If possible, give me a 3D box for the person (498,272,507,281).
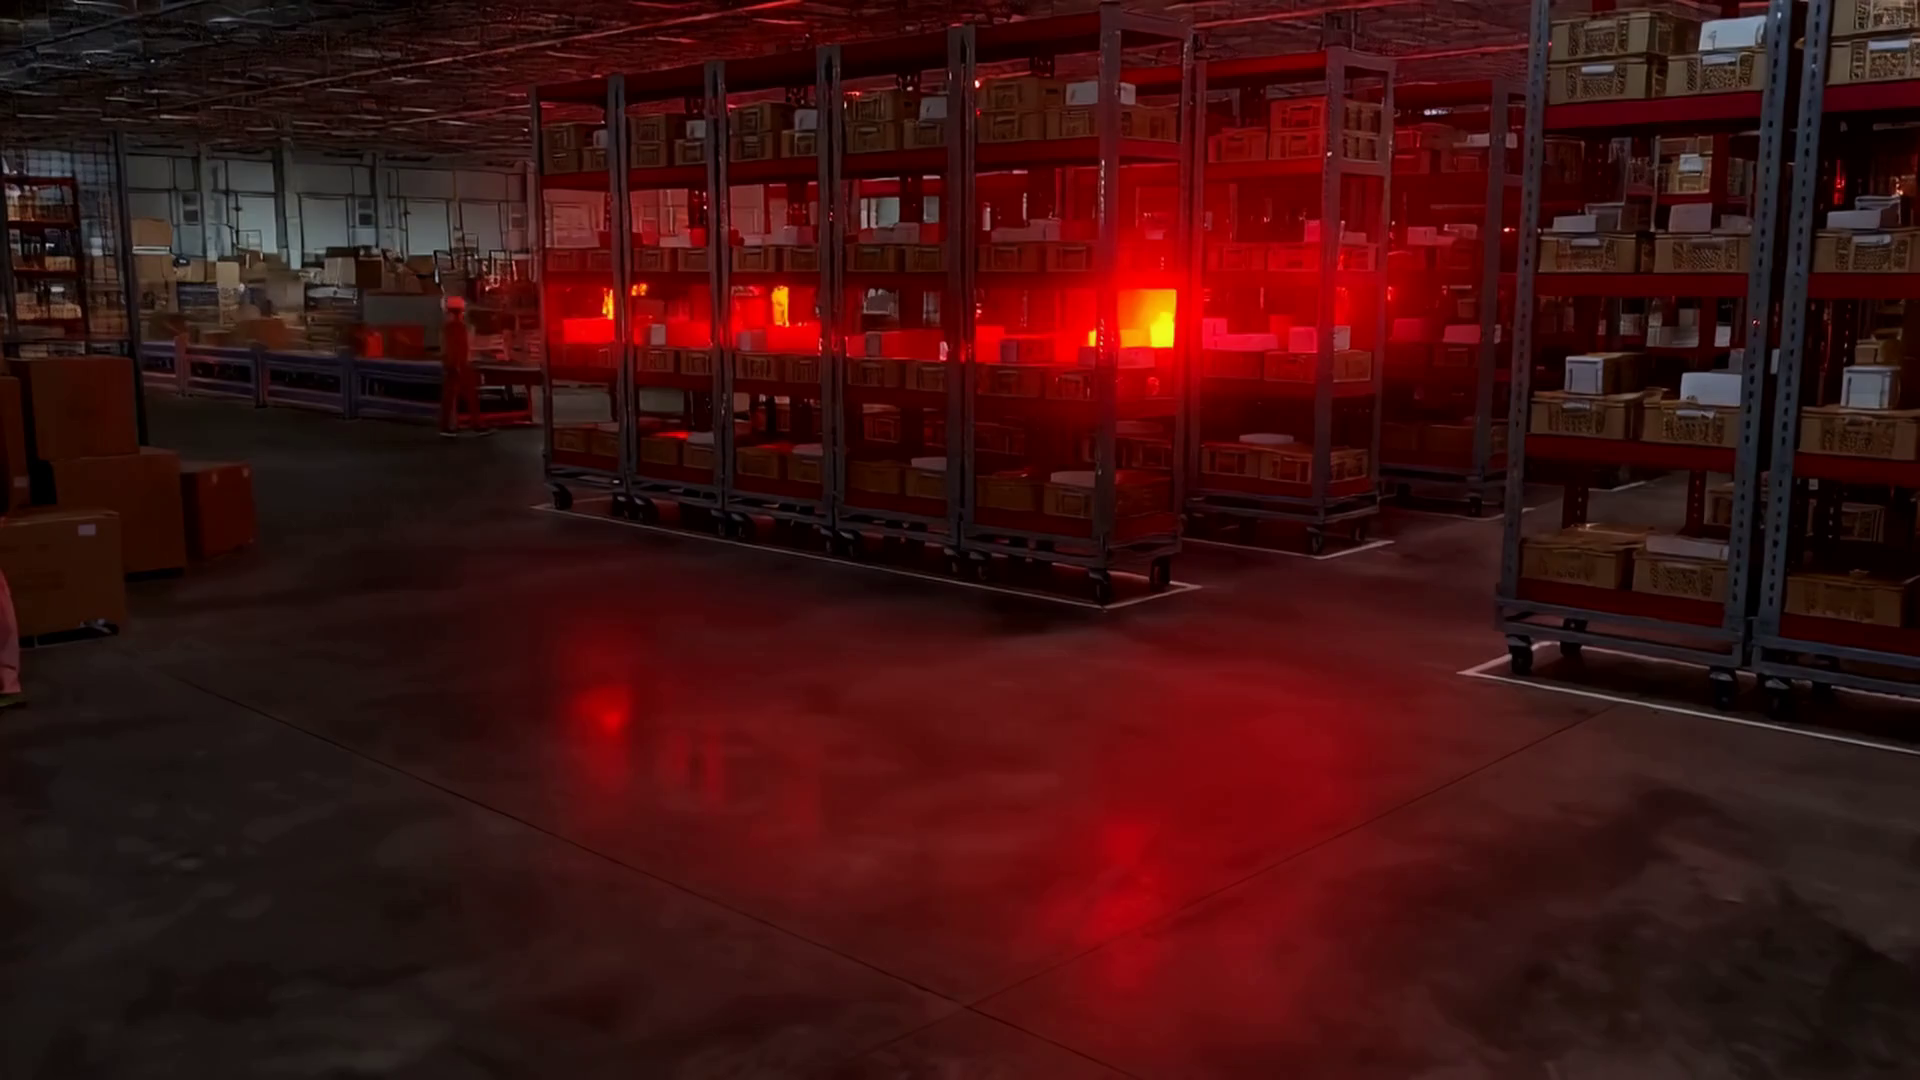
[{"bbox_3d":[-25.633,-14.037,92.956,0.588,1.918,0.397,-4,10,-21],"label":"person"}]

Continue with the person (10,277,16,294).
[{"bbox_3d":[-31.793,-7.943,55.657,0.932,1.909,0.561,-5,10,-27],"label":"person"}]

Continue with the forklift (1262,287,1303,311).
[{"bbox_3d":[10.769,-8.203,54.240,1.129,2.768,1.873,8,12,42],"label":"forklift"}]

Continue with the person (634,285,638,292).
[{"bbox_3d":[-14.942,-11.229,76.092,0.988,1.801,0.654,-1,9,-3],"label":"person"}]

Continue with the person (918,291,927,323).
[{"bbox_3d":[-1.037,-5.628,41.717,0.403,1.817,0.602,-4,10,-21],"label":"person"}]

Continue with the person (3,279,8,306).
[{"bbox_3d":[-46.059,-11.983,80.610,0.638,1.843,0.429,5,11,28],"label":"person"}]

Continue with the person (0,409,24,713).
[{"bbox_3d":[-4.622,-0.166,7.703,0.400,1.984,0.610,-6,11,-34],"label":"person"}]

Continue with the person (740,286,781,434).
[{"bbox_3d":[-2.449,-2.334,20.810,0.605,2.045,0.377,6,11,33],"label":"person"}]

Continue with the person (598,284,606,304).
[{"bbox_3d":[-14.044,-9.444,64.809,1.014,1.911,0.611,-2,9,-11],"label":"person"}]

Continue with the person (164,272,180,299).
[{"bbox_3d":[-32.647,-10.129,68.898,0.607,1.947,0.406,-4,10,-22],"label":"person"}]

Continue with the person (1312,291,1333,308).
[{"bbox_3d":[5.434,-2.924,25.033,0.373,1.843,0.571,-2,9,-9],"label":"person"}]

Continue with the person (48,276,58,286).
[{"bbox_3d":[-35.365,-9.393,64.657,0.585,1.865,0.733,1,9,8],"label":"person"}]

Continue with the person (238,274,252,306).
[{"bbox_3d":[-19.064,-6.115,44.325,0.373,1.933,0.550,-8,12,-41],"label":"person"}]

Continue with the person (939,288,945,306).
[{"bbox_3d":[-0.543,-7.879,56.199,0.521,1.588,0.851,-7,12,-37],"label":"person"}]

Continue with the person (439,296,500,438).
[{"bbox_3d":[-6.053,-2.100,20.342,0.815,1.737,0.529,2,10,14],"label":"person"}]

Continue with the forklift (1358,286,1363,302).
[{"bbox_3d":[11.100,-7.017,46.970,1.873,2.768,1.129,9,13,43],"label":"forklift"}]

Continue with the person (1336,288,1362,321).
[{"bbox_3d":[4.615,-2.092,19.960,0.600,1.836,0.404,-1,9,-9],"label":"person"}]
